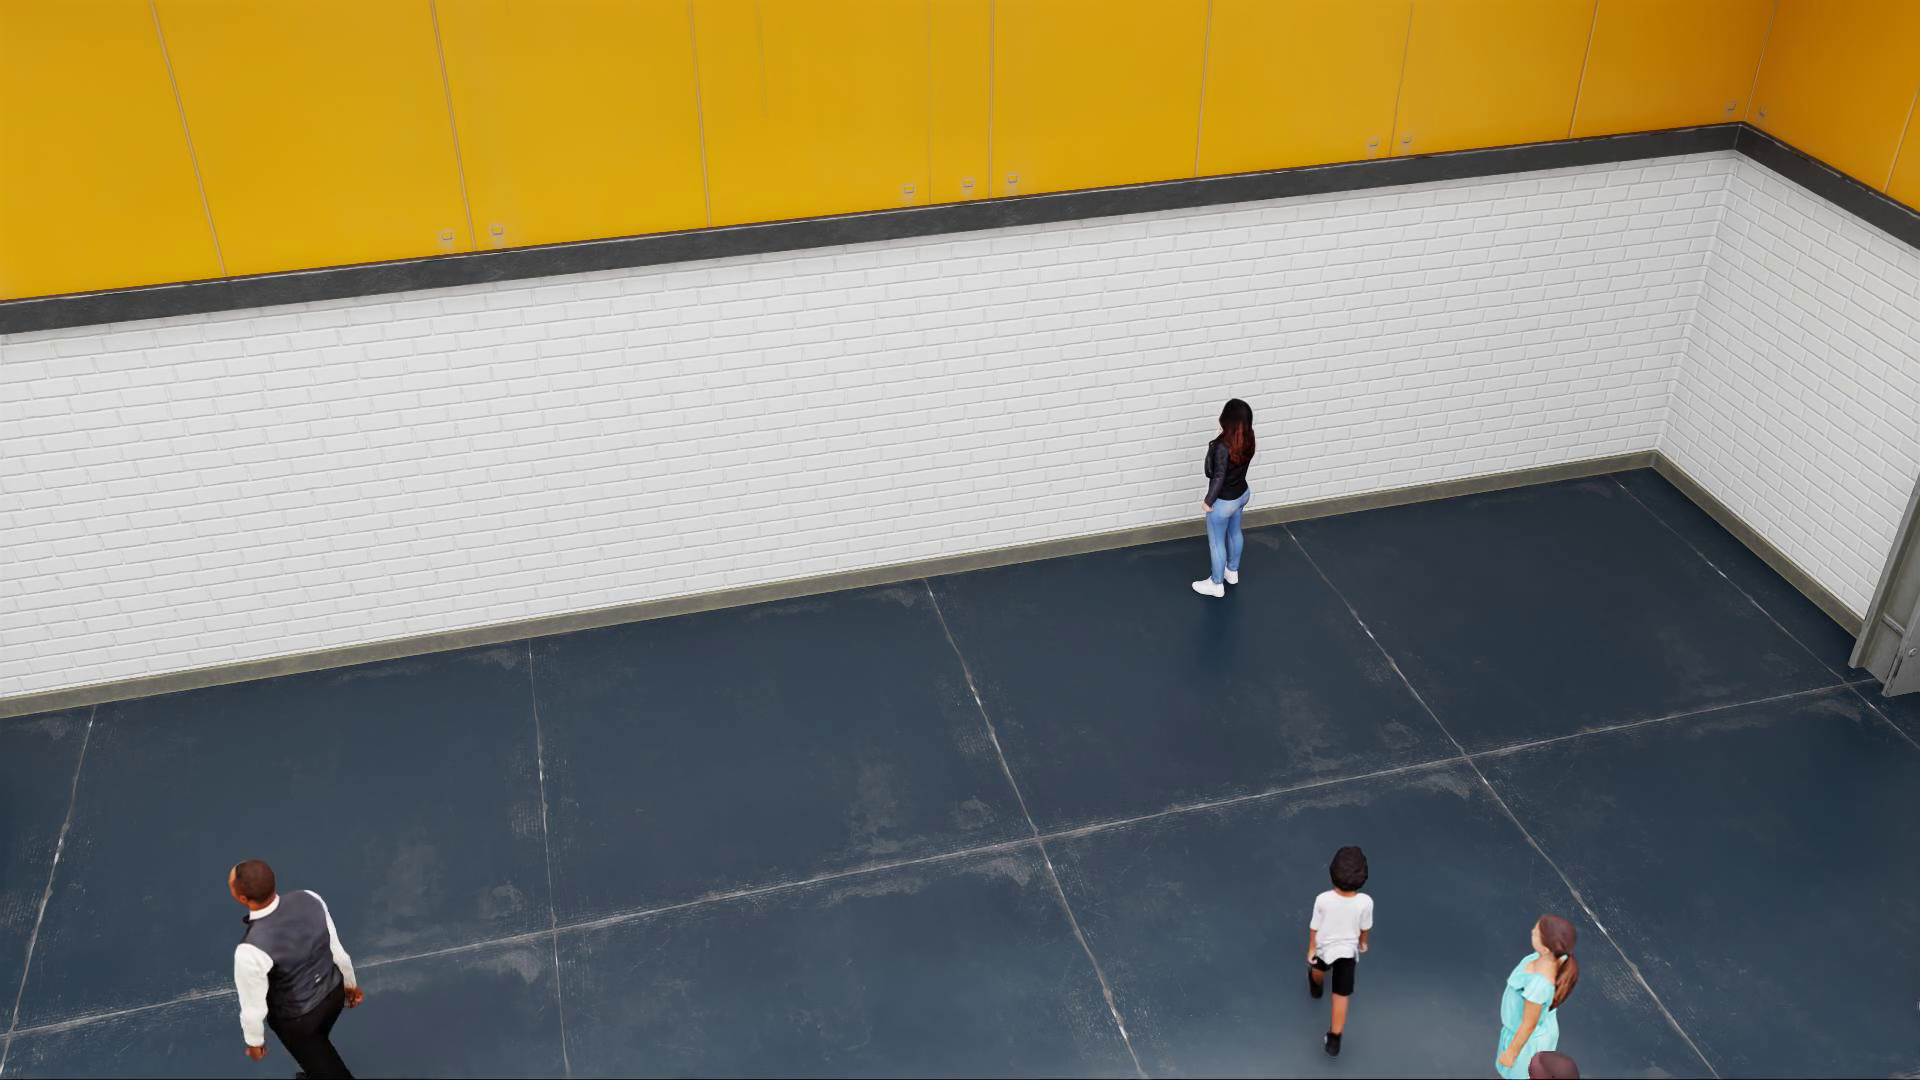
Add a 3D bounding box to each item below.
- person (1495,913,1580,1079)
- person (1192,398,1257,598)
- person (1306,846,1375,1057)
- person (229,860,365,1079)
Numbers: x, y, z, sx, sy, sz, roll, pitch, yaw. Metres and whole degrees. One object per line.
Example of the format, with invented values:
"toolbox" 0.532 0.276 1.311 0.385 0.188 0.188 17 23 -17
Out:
"person" 2.816 2.436 8.240 0.671 1.558 0.637 26 42 34
"person" 1.983 -0.330 12.335 0.748 1.632 0.723 25 41 32
"person" 2.022 2.201 8.882 0.696 1.239 0.945 4 34 6
"person" -3.109 2.321 8.113 1.082 1.891 1.046 13 36 19
